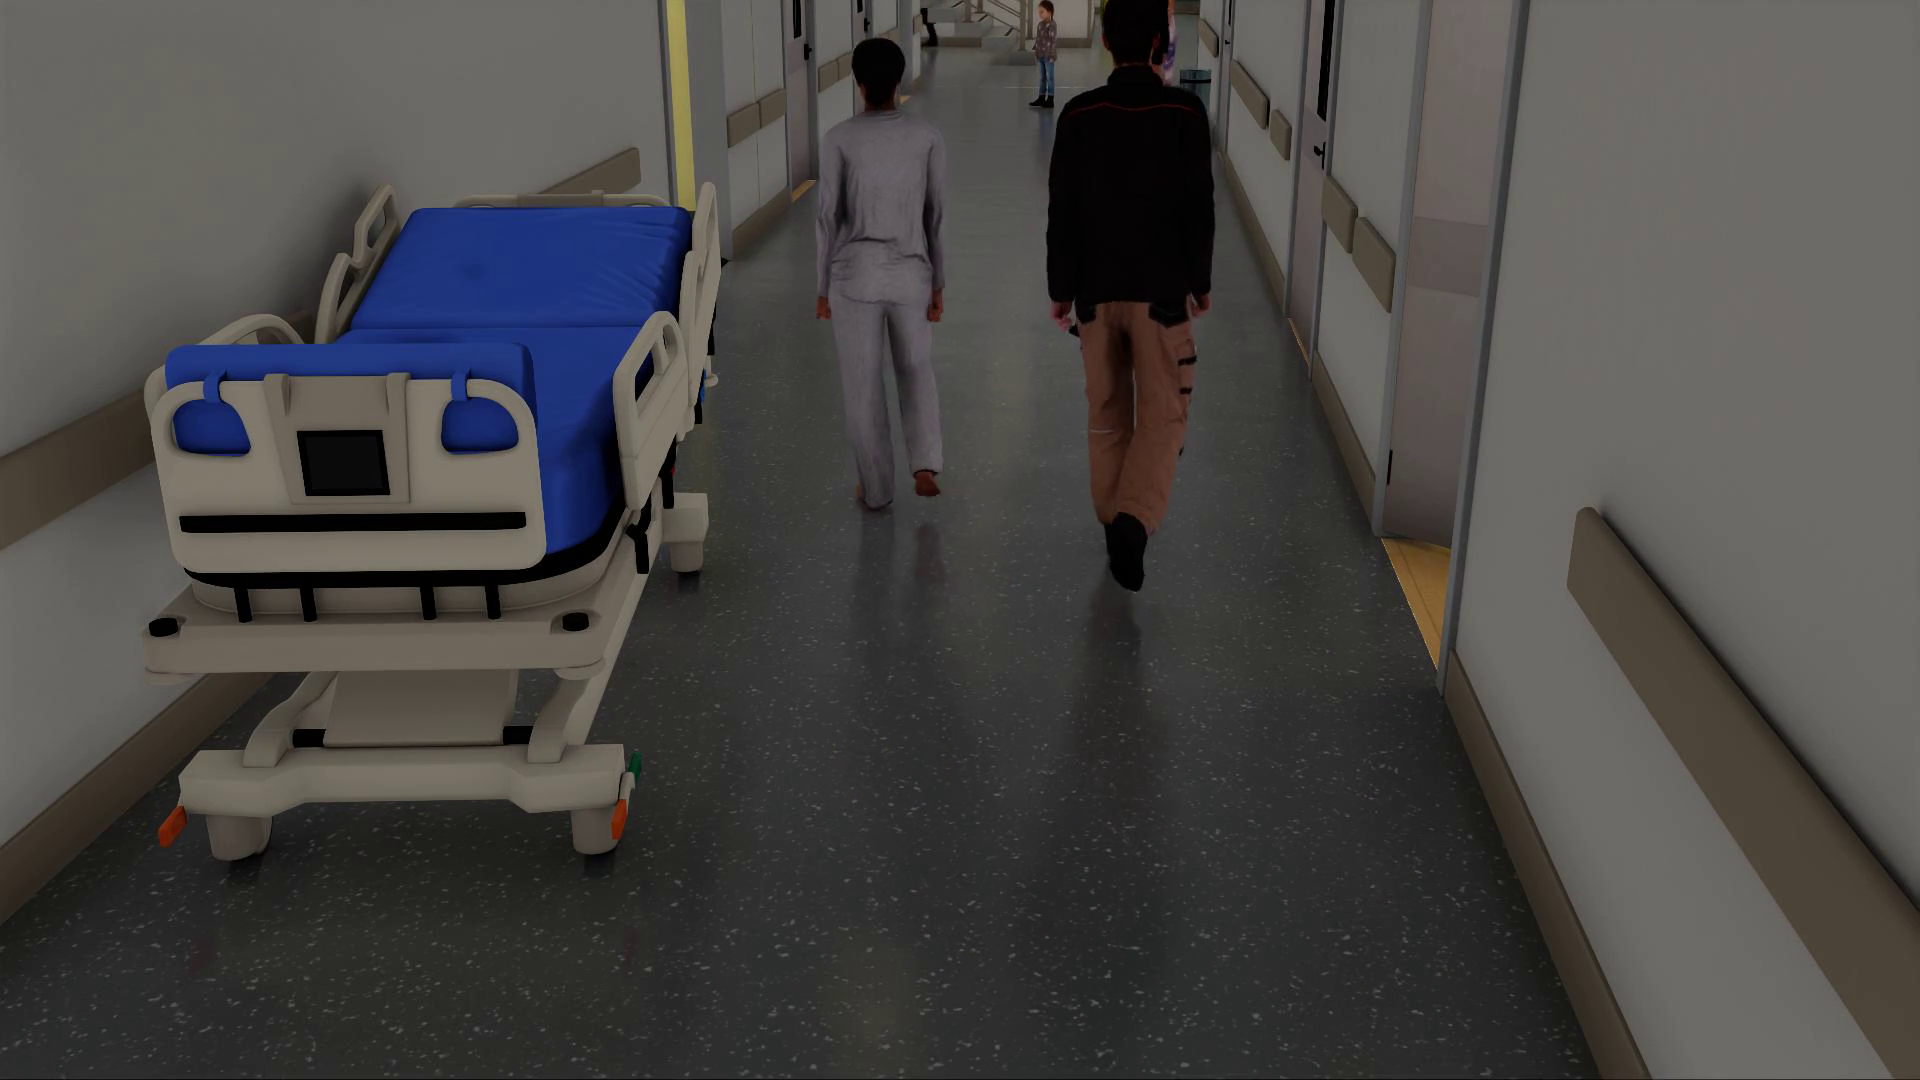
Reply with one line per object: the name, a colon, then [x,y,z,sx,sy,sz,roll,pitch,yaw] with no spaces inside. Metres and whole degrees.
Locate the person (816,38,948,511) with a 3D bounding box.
person: [-0.265,-0.916,6.040,0.793,1.726,0.832,-6,22,-16]

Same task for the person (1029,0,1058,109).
person: [0.997,-5.606,19.179,0.610,1.190,0.559,-14,25,-33]

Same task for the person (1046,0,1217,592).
person: [0.558,-0.769,5.400,1.094,1.904,0.858,4,21,11]
